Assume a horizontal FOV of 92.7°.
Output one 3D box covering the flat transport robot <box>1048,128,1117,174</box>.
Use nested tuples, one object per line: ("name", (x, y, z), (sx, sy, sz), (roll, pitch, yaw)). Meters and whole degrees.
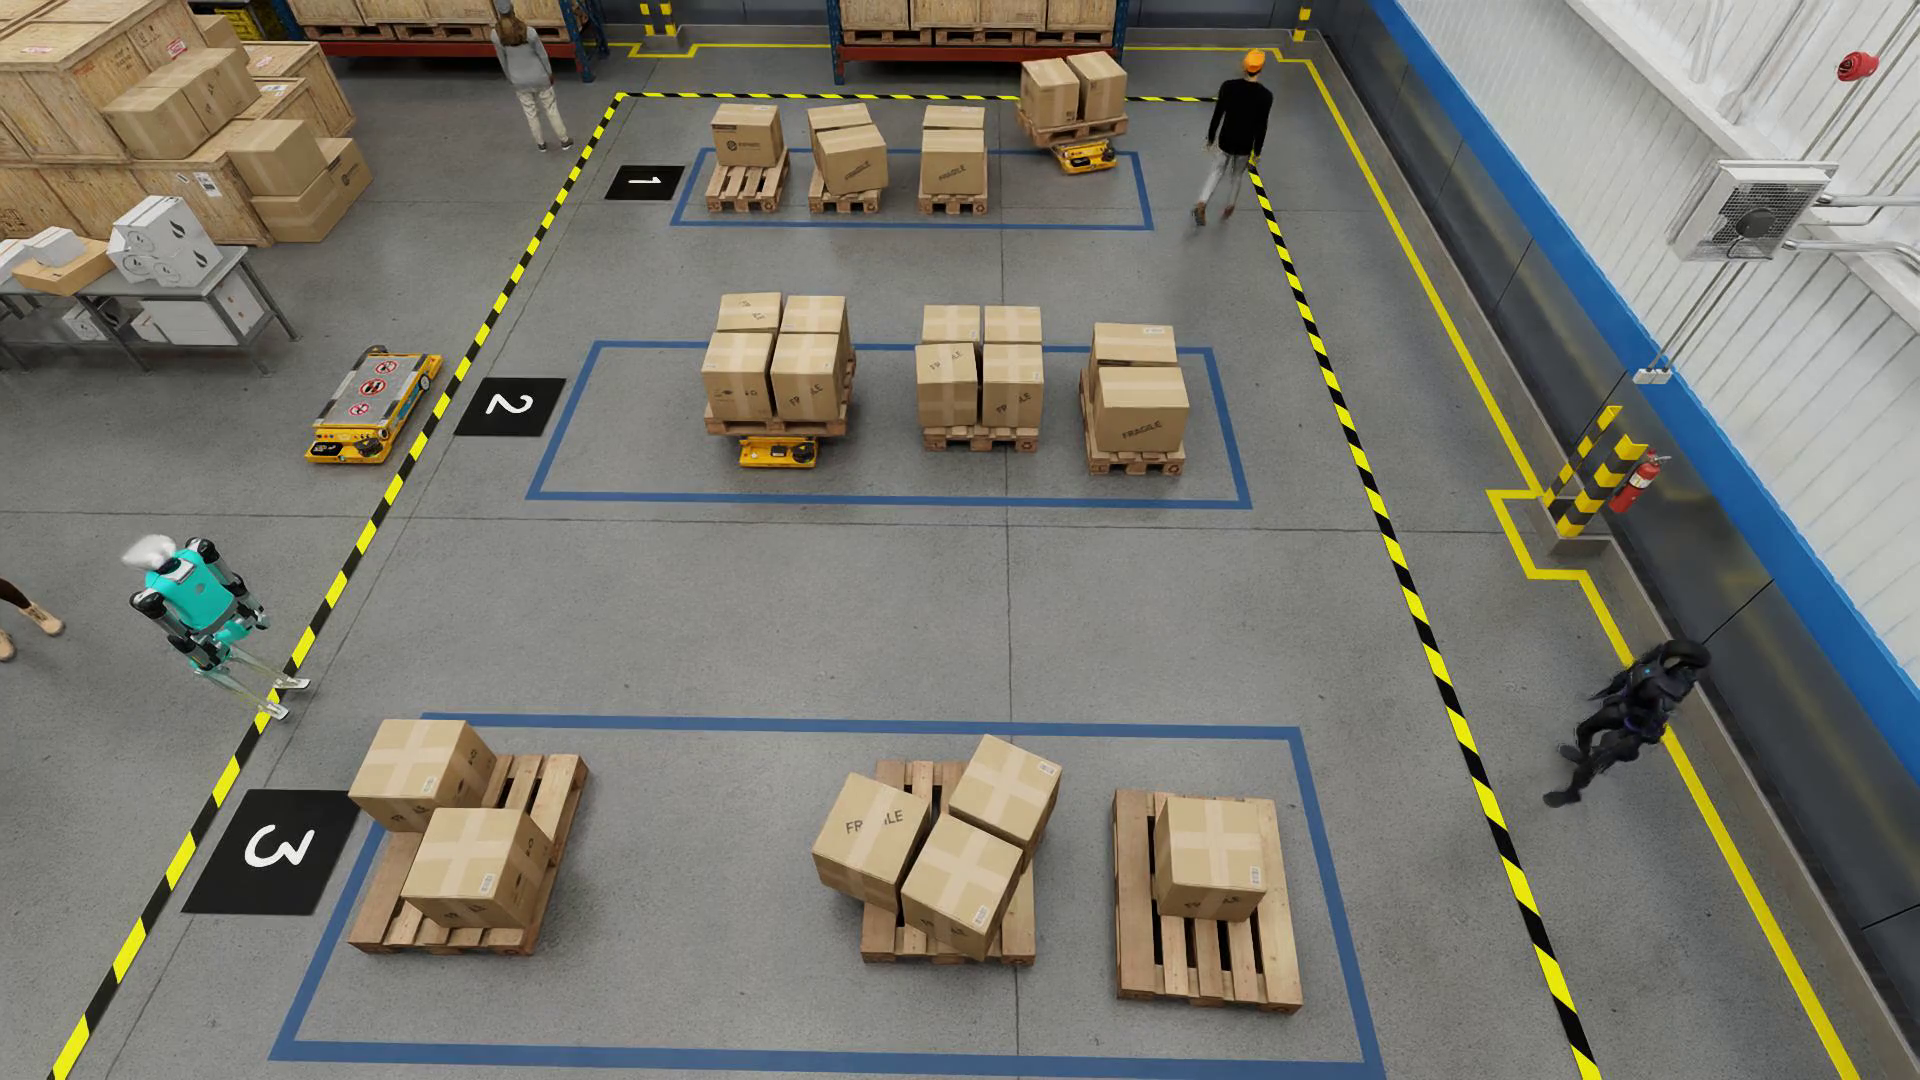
("flat transport robot", (1.417, -5.150, 11.707), (0.652, 0.197, 1.431), (-14, 51, -12))

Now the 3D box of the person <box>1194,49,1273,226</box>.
("person", (2.972, -4.313, 9.981), (0.618, 1.853, 0.724), (25, 54, 20))

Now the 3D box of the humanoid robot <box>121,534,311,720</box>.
("humanoid robot", (-4.849, 0.545, 5.853), (0.735, 1.681, 0.533), (9, 50, 8))

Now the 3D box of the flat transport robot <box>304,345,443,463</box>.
("flat transport robot", (-5.383, -1.269, 8.441), (0.659, 0.231, 1.431), (1, 50, 1))

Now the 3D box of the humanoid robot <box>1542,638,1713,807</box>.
("humanoid robot", (4.036, 1.099, 5.518), (0.417, 1.647, 0.584), (17, 52, 14))

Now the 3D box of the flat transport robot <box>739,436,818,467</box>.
("flat transport robot", (-1.582, -1.235, 8.394), (0.652, 0.197, 1.431), (1, 50, 1))

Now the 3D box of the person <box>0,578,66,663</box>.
("person", (-6.990, 0.113, 6.117), (0.600, 2.036, 0.401), (-37, 59, -27))

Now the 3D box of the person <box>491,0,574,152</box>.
("person", (-5.223, -5.616, 11.136), (0.561, 1.769, 0.400), (-7, 50, -6))
